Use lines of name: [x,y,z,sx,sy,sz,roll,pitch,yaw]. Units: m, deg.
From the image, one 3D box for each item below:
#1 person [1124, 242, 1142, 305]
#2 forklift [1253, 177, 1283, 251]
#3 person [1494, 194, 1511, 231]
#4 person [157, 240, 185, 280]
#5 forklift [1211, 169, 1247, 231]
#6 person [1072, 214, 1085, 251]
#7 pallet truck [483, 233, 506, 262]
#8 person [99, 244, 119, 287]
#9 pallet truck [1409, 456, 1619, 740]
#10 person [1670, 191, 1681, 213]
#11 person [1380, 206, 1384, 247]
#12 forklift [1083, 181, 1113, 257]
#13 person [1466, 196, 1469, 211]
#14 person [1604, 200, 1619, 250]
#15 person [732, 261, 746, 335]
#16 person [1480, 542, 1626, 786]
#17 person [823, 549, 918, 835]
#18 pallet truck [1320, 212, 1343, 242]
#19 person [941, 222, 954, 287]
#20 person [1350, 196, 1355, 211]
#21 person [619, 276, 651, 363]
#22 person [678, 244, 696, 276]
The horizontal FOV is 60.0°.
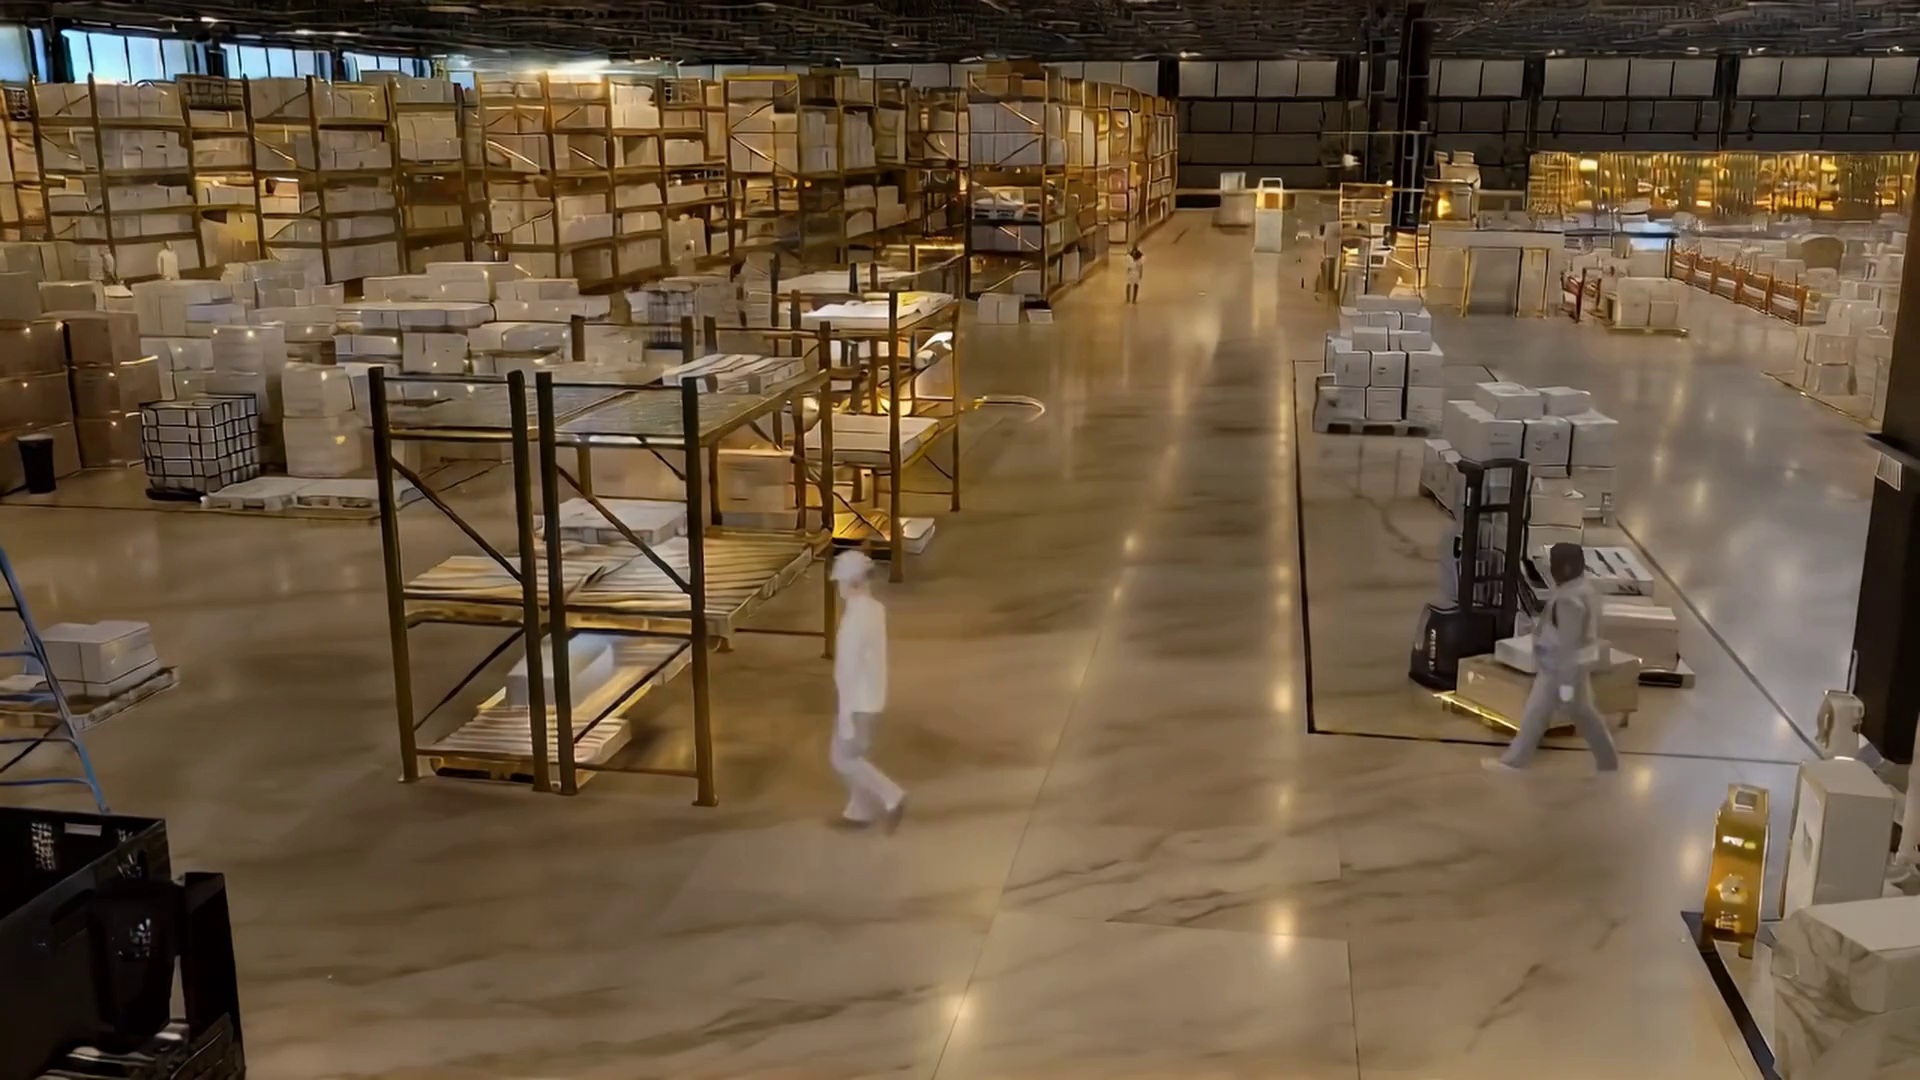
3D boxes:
person: [4.663,-7.171,44.764,0.531,1.692,0.320,-6,15,-23]
forklift: [12.083,-12.747,64.956,1.129,2.768,1.873,3,14,10]
person: [24.657,-14.735,75.250,0.578,1.810,0.916,-12,18,-40]
person: [-20.099,-6.702,42.462,1.007,1.882,0.653,4,14,16]
forklift: [12.644,-16.011,78.210,1.129,2.768,1.873,-3,14,-13]
person: [4.220,-10.871,59.469,1.014,1.852,0.636,2,14,9]
pallet truck: [-11.832,-7.026,43.548,1.885,1.965,0.823,8,16,28]
person: [-23.150,-7.208,45.099,0.521,1.607,0.774,5,15,19]
pallet truck: [4.504,0.400,13.395,0.823,1.965,1.885,-6,15,-23]
person: [34.675,-16.052,80.672,0.985,1.780,0.585,11,17,37]
person: [16.766,-12.592,66.834,0.810,1.660,0.550,8,16,28]
forklift: [4.614,-11.666,60.569,1.873,2.768,1.129,3,14,11]
person: [22.117,-14.211,73.059,0.599,1.830,0.404,5,15,19]
person: [25.533,-12.319,65.136,0.405,1.947,0.607,-6,15,-23]
person: [-5.088,-5.578,38.279,0.317,1.697,0.540,0,14,0]
person: [4.331,0.888,11.867,0.982,1.792,0.637,9,16,32]
person: [-0.618,1.030,10.887,0.573,1.964,0.644,3,14,12]
pallet truck: [15.874,-13.227,70.310,0.680,1.201,1.601,10,17,35]
person: [-0.297,-8.559,49.915,0.543,1.928,0.373,2,14,9]
person: [20.651,-17.757,87.675,0.482,1.736,0.348,-11,18,-38]
person: [-6.344,-4.151,32.131,0.932,1.881,0.596,10,17,34]
person: [-6.752,-6.326,40.916,0.635,1.890,0.662,3,14,11]
